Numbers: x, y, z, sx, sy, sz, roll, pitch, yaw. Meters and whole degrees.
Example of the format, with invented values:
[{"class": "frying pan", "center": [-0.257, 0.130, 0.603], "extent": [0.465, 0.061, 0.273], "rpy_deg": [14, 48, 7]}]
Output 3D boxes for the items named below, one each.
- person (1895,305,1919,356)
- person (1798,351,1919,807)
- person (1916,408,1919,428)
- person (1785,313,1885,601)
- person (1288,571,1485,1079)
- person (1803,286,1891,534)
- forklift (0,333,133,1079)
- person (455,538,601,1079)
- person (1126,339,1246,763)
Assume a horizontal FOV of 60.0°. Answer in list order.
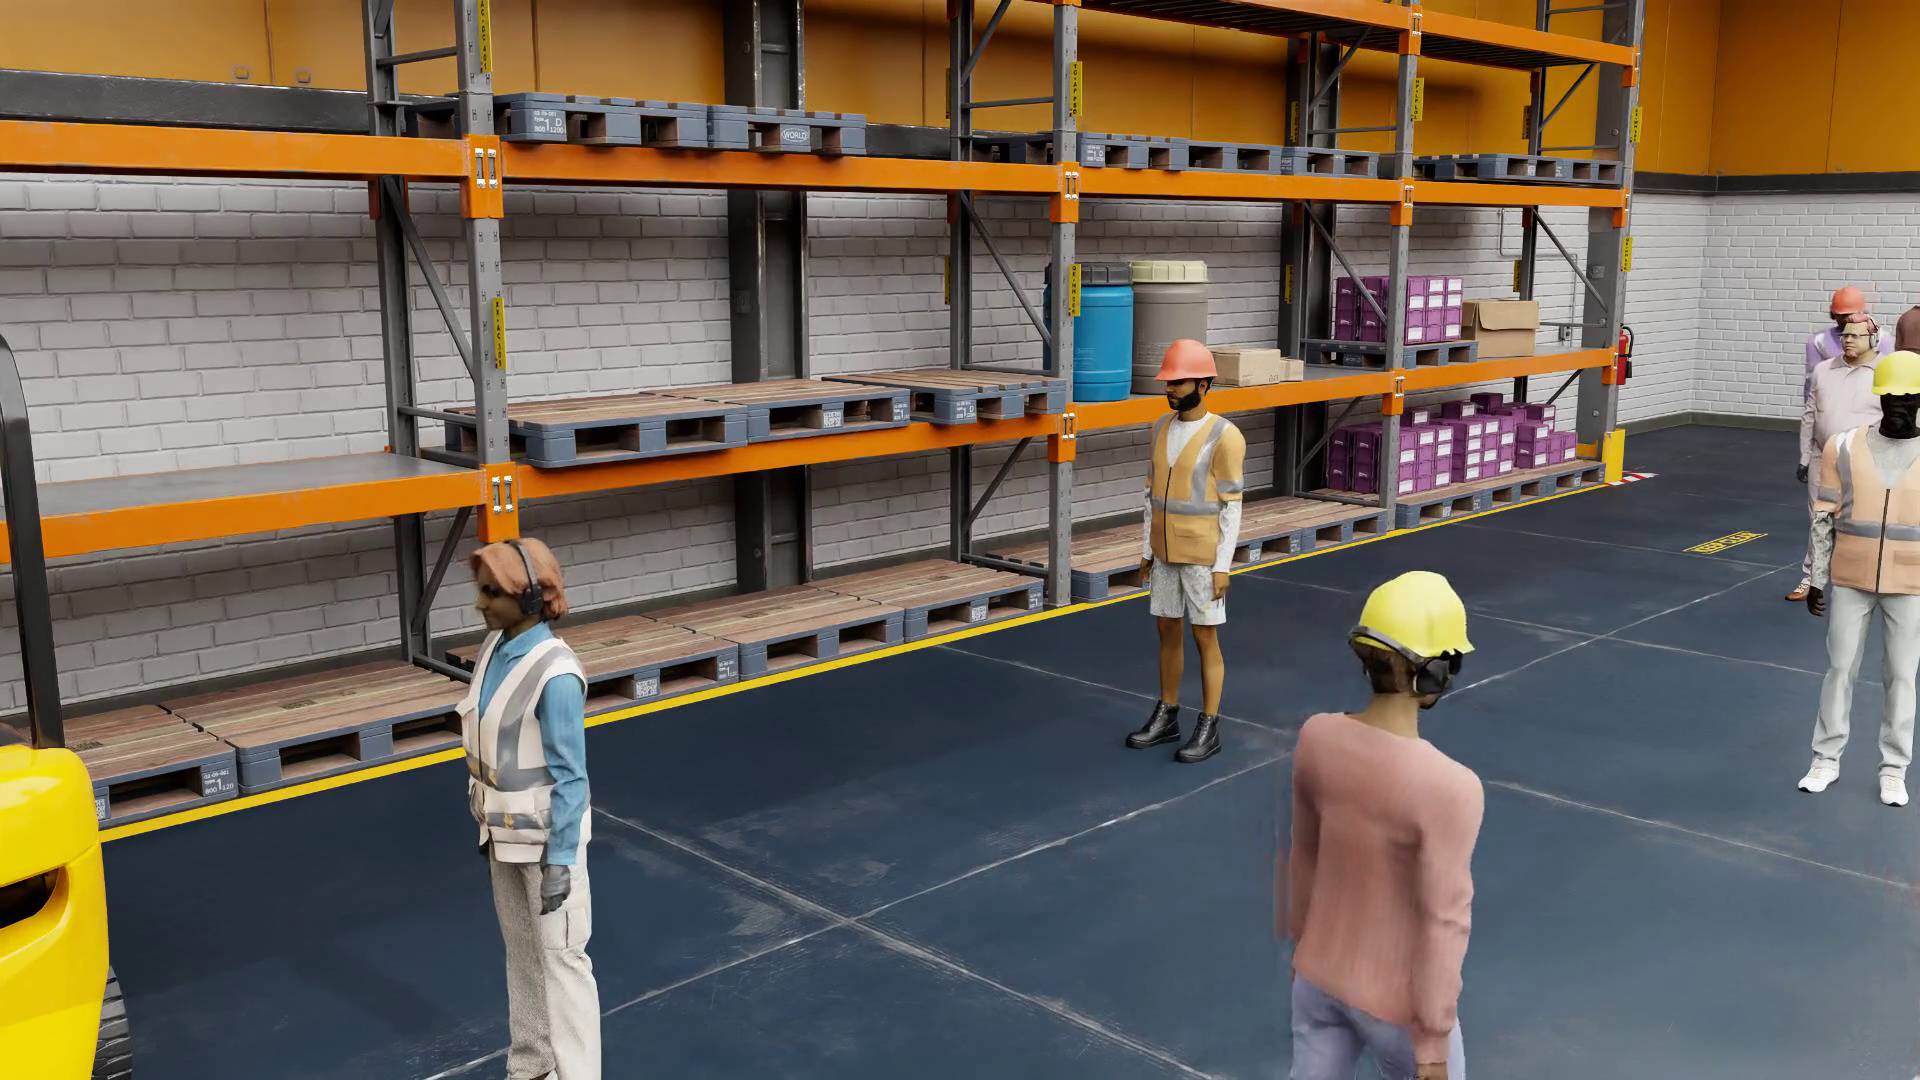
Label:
[{"class": "person", "center": [10.247, -1.772, 17.674], "extent": [0.408, 1.906, 0.653], "rpy_deg": [-2, 11, -13]}, {"class": "person", "center": [3.919, 0.163, 7.062], "extent": [0.585, 1.928, 0.369], "rpy_deg": [7, 13, 34]}, {"class": "person", "center": [7.270, -0.707, 12.274], "extent": [0.523, 1.760, 0.328], "rpy_deg": [1, 10, 7]}, {"class": "person", "center": [5.737, -0.506, 10.767], "extent": [0.410, 1.909, 0.643], "rpy_deg": [-8, 13, -37]}, {"class": "person", "center": [0.792, 0.927, 3.438], "extent": [0.764, 1.739, 0.527], "rpy_deg": [-6, 12, -29]}, {"class": "person", "center": [7.107, -1.027, 13.348], "extent": [0.657, 2.004, 0.507], "rpy_deg": [7, 13, 35]}, {"class": "forklift", "center": [-3.289, 0.485, 4.582], "extent": [1.214, 2.155, 2.313], "rpy_deg": [-10, 14, -44]}, {"class": "person", "center": [-1.130, 0.799, 4.391], "extent": [0.307, 1.638, 0.512], "rpy_deg": [-8, 13, -38]}, {"class": "person", "center": [1.033, 0.051, 7.642], "extent": [0.361, 1.939, 0.543], "rpy_deg": [-9, 14, -39]}]
